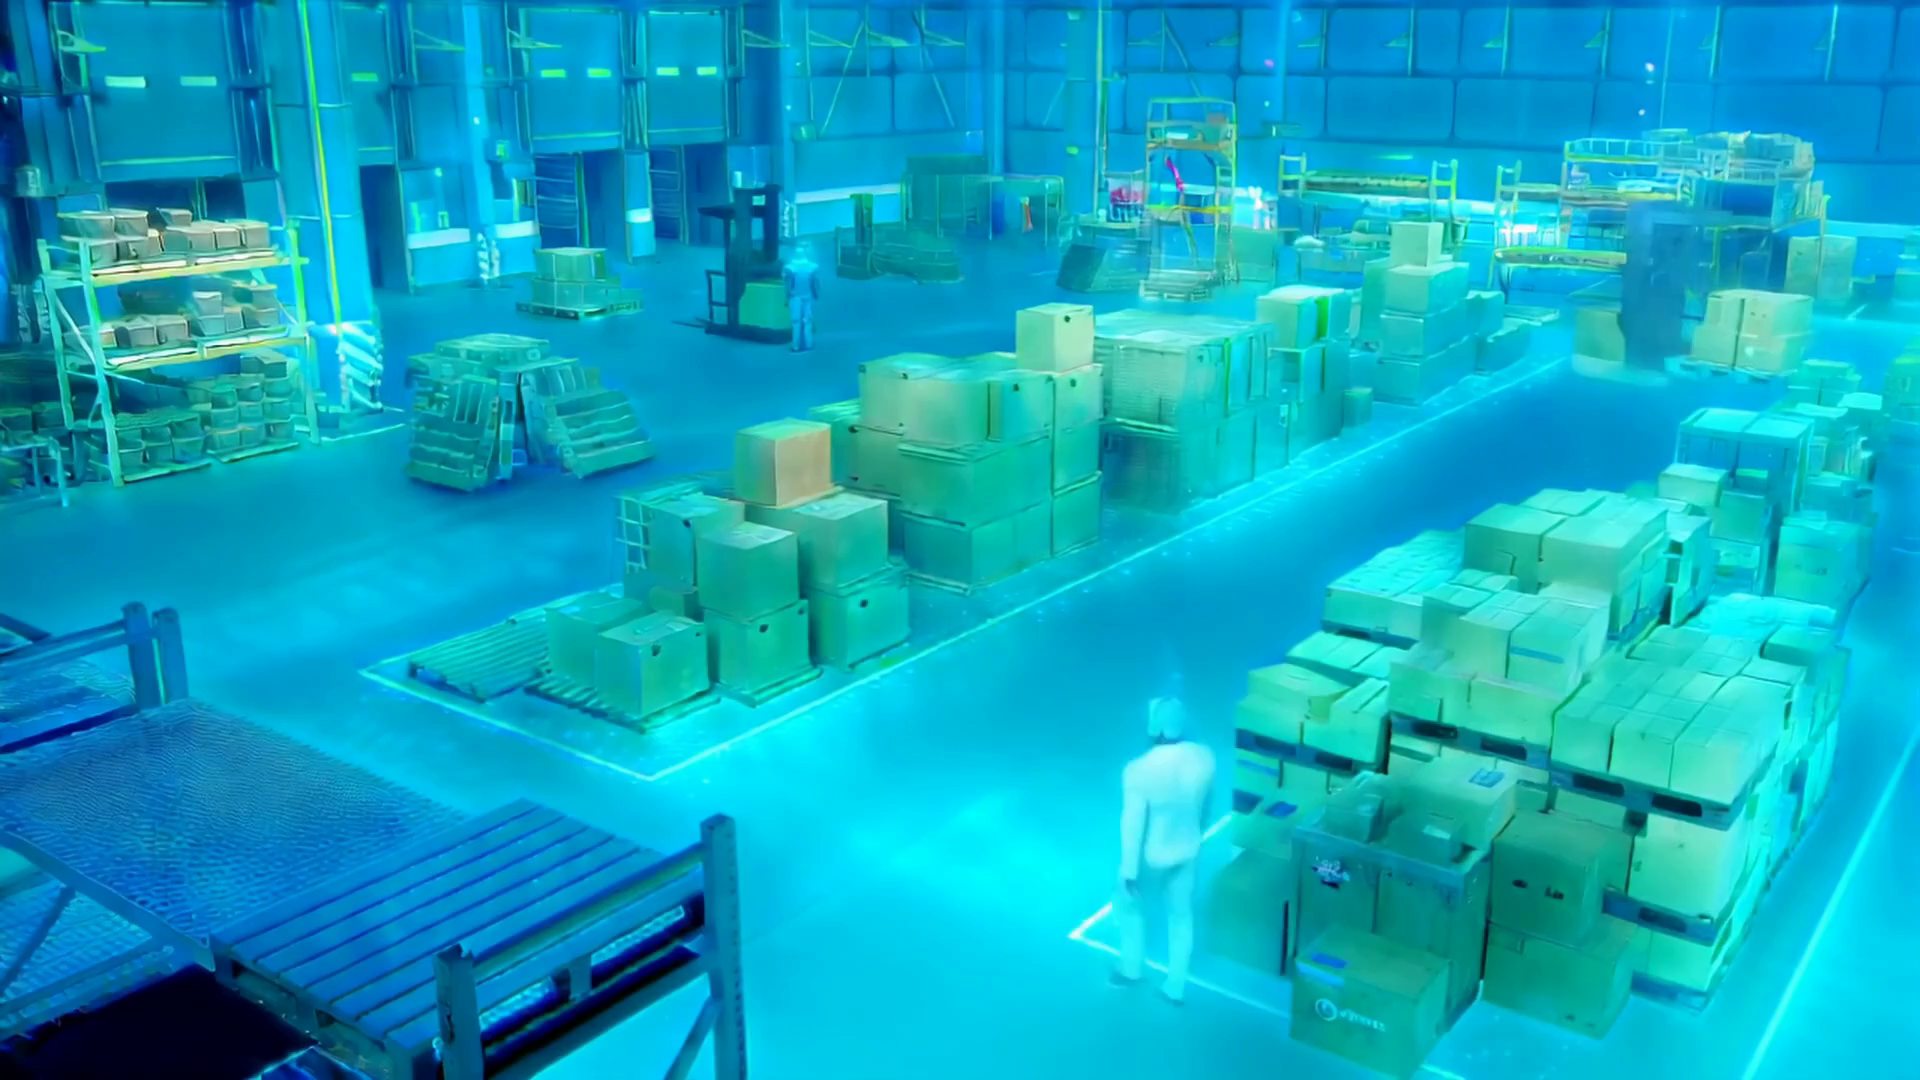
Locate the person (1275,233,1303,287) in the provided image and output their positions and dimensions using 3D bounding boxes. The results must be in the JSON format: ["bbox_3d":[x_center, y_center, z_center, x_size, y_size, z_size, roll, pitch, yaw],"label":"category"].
[{"bbox_3d":[6.686,-5.396,33.725,0.897,1.646,0.550,-9,19,-29],"label":"person"}]

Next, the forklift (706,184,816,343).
[{"bbox_3d":[-3.717,-5.181,30.929,1.873,2.768,1.129,12,21,35],"label":"forklift"}]

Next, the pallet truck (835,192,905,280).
[{"bbox_3d":[-1.936,-7.159,38.982,1.885,1.965,0.823,-12,21,-34],"label":"pallet truck"}]

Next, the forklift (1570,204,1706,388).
[{"bbox_3d":[11.199,-4.058,27.210,1.129,2.768,1.873,-11,20,-32],"label":"forklift"}]

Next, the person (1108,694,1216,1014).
[{"bbox_3d":[1.124,1.769,9.542,0.640,1.918,0.612,-8,19,-25],"label":"person"}]

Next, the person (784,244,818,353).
[{"bbox_3d":[-2.830,-4.310,29.678,0.635,1.928,0.383,-9,19,-26],"label":"person"}]
